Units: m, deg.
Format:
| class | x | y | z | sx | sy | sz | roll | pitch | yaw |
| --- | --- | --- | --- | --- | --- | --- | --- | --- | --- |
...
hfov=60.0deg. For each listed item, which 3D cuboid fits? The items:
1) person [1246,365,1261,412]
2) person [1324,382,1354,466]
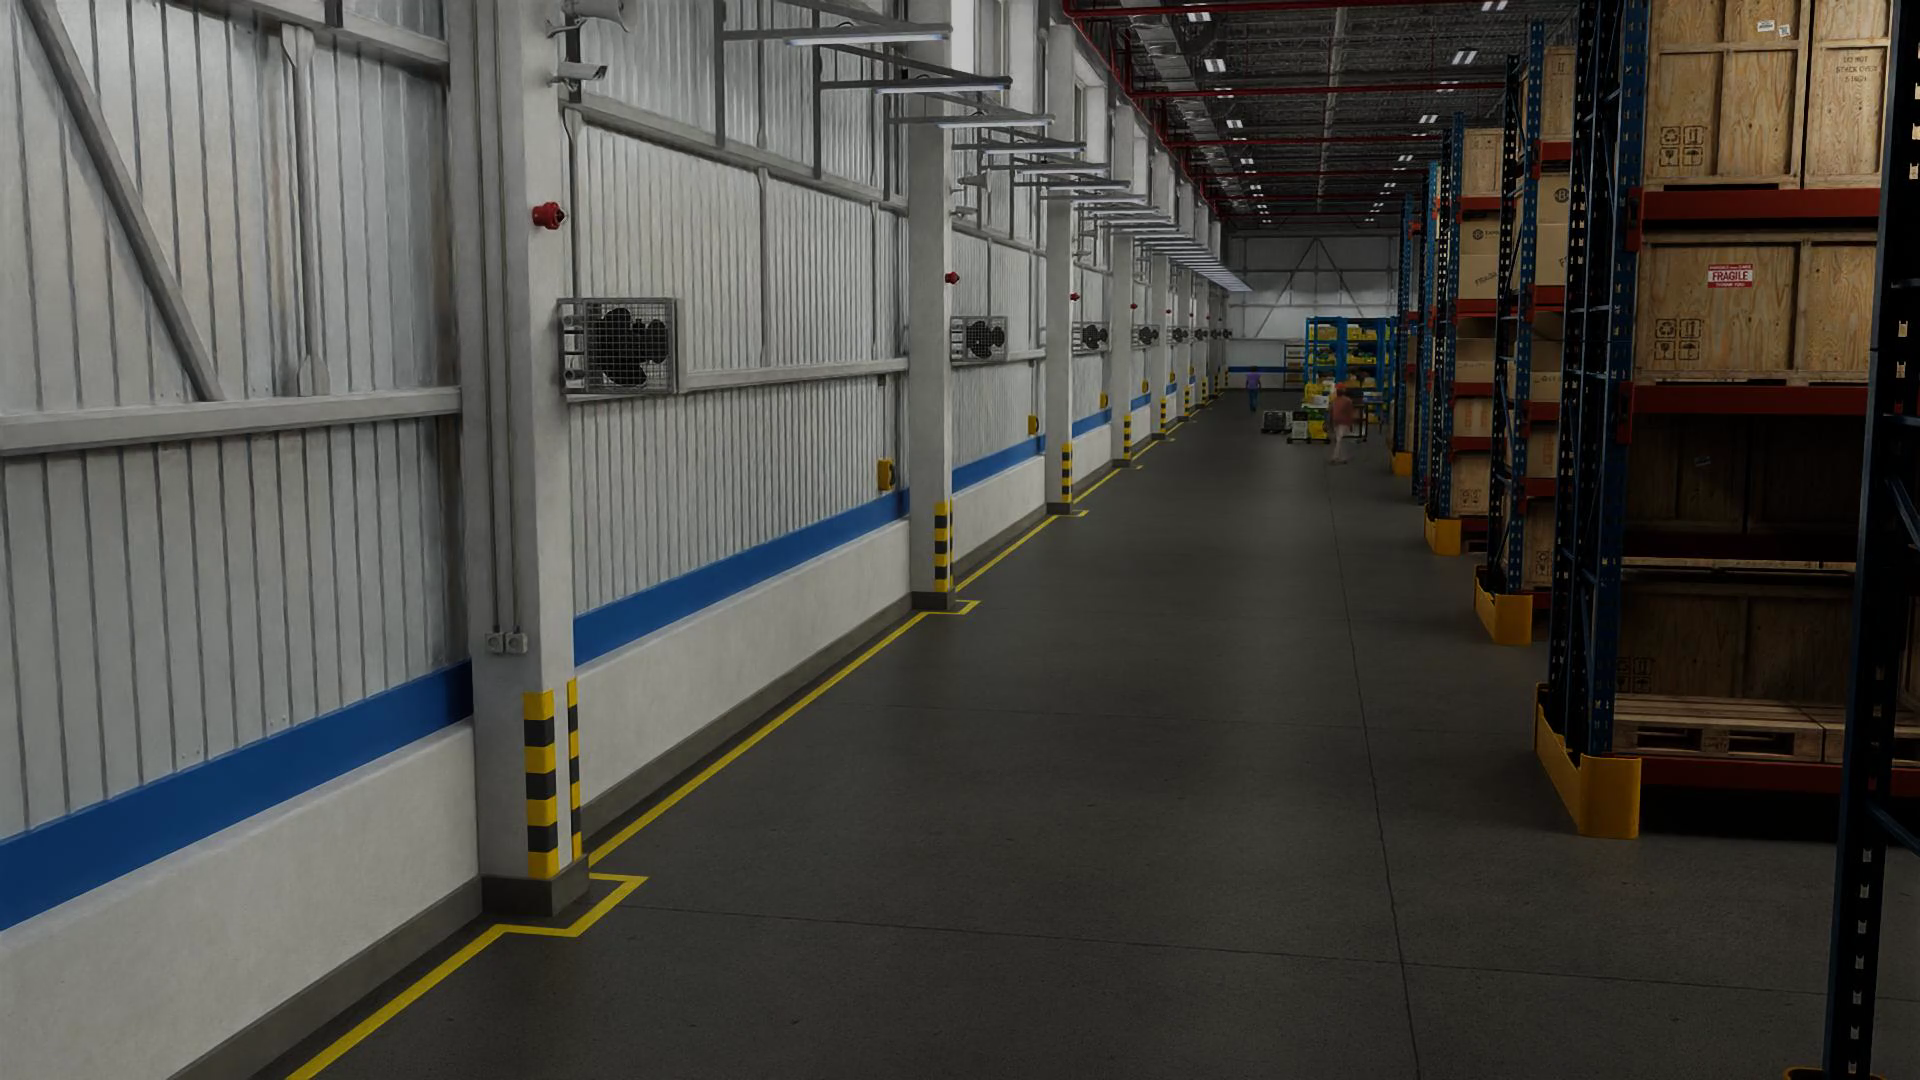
| class | x | y | z | sx | sy | sz | roll | pitch | yaw |
| --- | --- | --- | --- | --- | --- | --- | --- | --- | --- |
| person | 11.395 | -5.879 | 64.627 | 0.577 | 1.830 | 0.442 | 2 | 7 | 13 |
| person | 8.742 | -2.674 | 38.514 | 1.031 | 1.937 | 0.623 | -6 | 9 | -38 |
